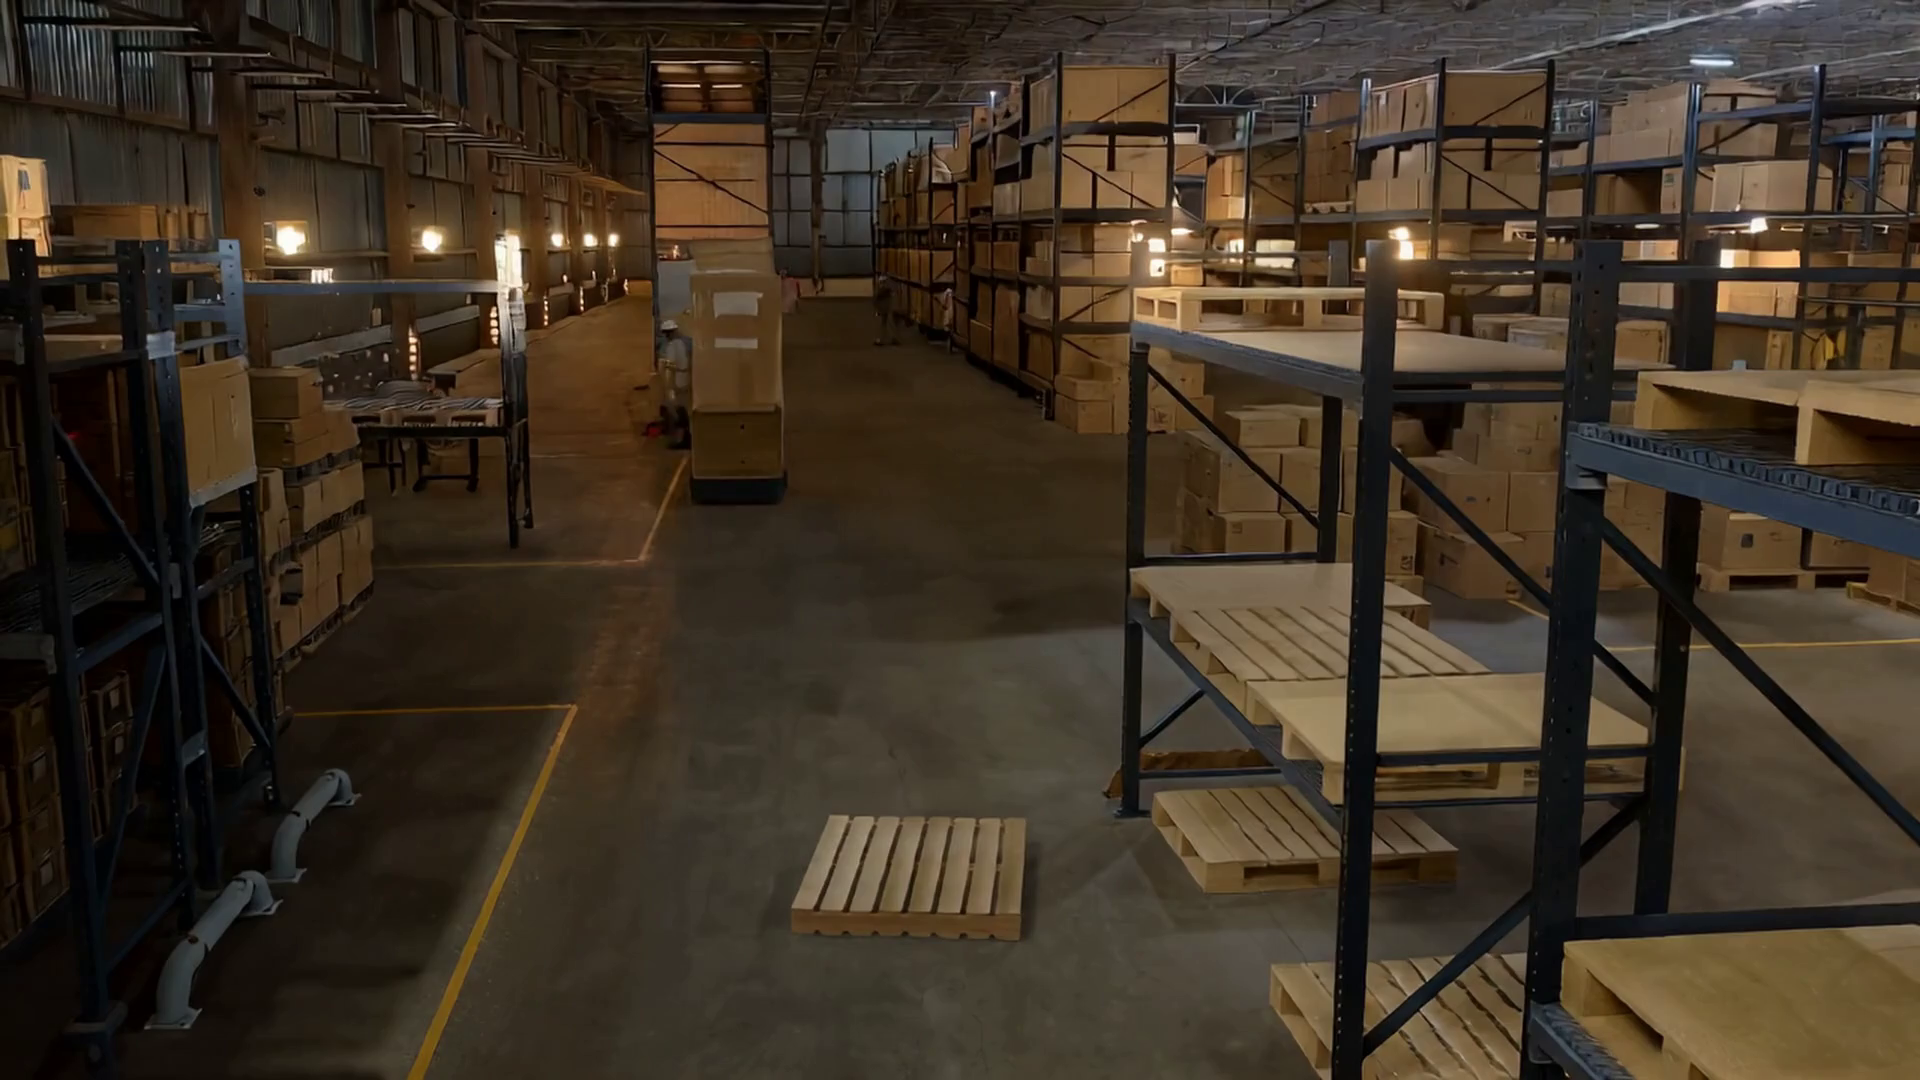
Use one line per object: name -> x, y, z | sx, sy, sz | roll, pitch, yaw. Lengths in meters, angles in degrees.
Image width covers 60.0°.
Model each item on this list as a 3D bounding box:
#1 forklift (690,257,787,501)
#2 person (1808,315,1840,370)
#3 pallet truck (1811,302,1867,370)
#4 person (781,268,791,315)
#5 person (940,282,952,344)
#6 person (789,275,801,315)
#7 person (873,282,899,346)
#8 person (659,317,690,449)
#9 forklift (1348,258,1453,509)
forklift -> -2.645, -1.947, 19.720 | 1.129, 2.768, 1.873 | -1, 10, -6
person -> 13.133, -2.475, 25.348 | 0.397, 1.911, 0.587 | 10, 14, 43
pallet truck -> 15.846, -3.142, 28.793 | 1.885, 1.965, 0.823 | 2, 10, 12
person -> -7.102, -10.038, 67.253 | 0.407, 1.906, 0.655 | 5, 11, 24
person -> -0.393, -6.587, 48.340 | 0.454, 1.825, 0.606 | -1, 10, -8
person -> -6.732, -9.973, 67.686 | 0.519, 1.621, 0.486 | 3, 11, 14
person -> -2.141, -6.507, 47.916 | 1.030, 1.828, 0.654 | -9, 13, -40
person -> -4.136, -2.258, 24.121 | 0.461, 1.921, 0.567 | 3, 11, 18
forklift -> 5.077, -1.728, 18.507 | 1.873, 2.768, 1.129 | -1, 10, -7
